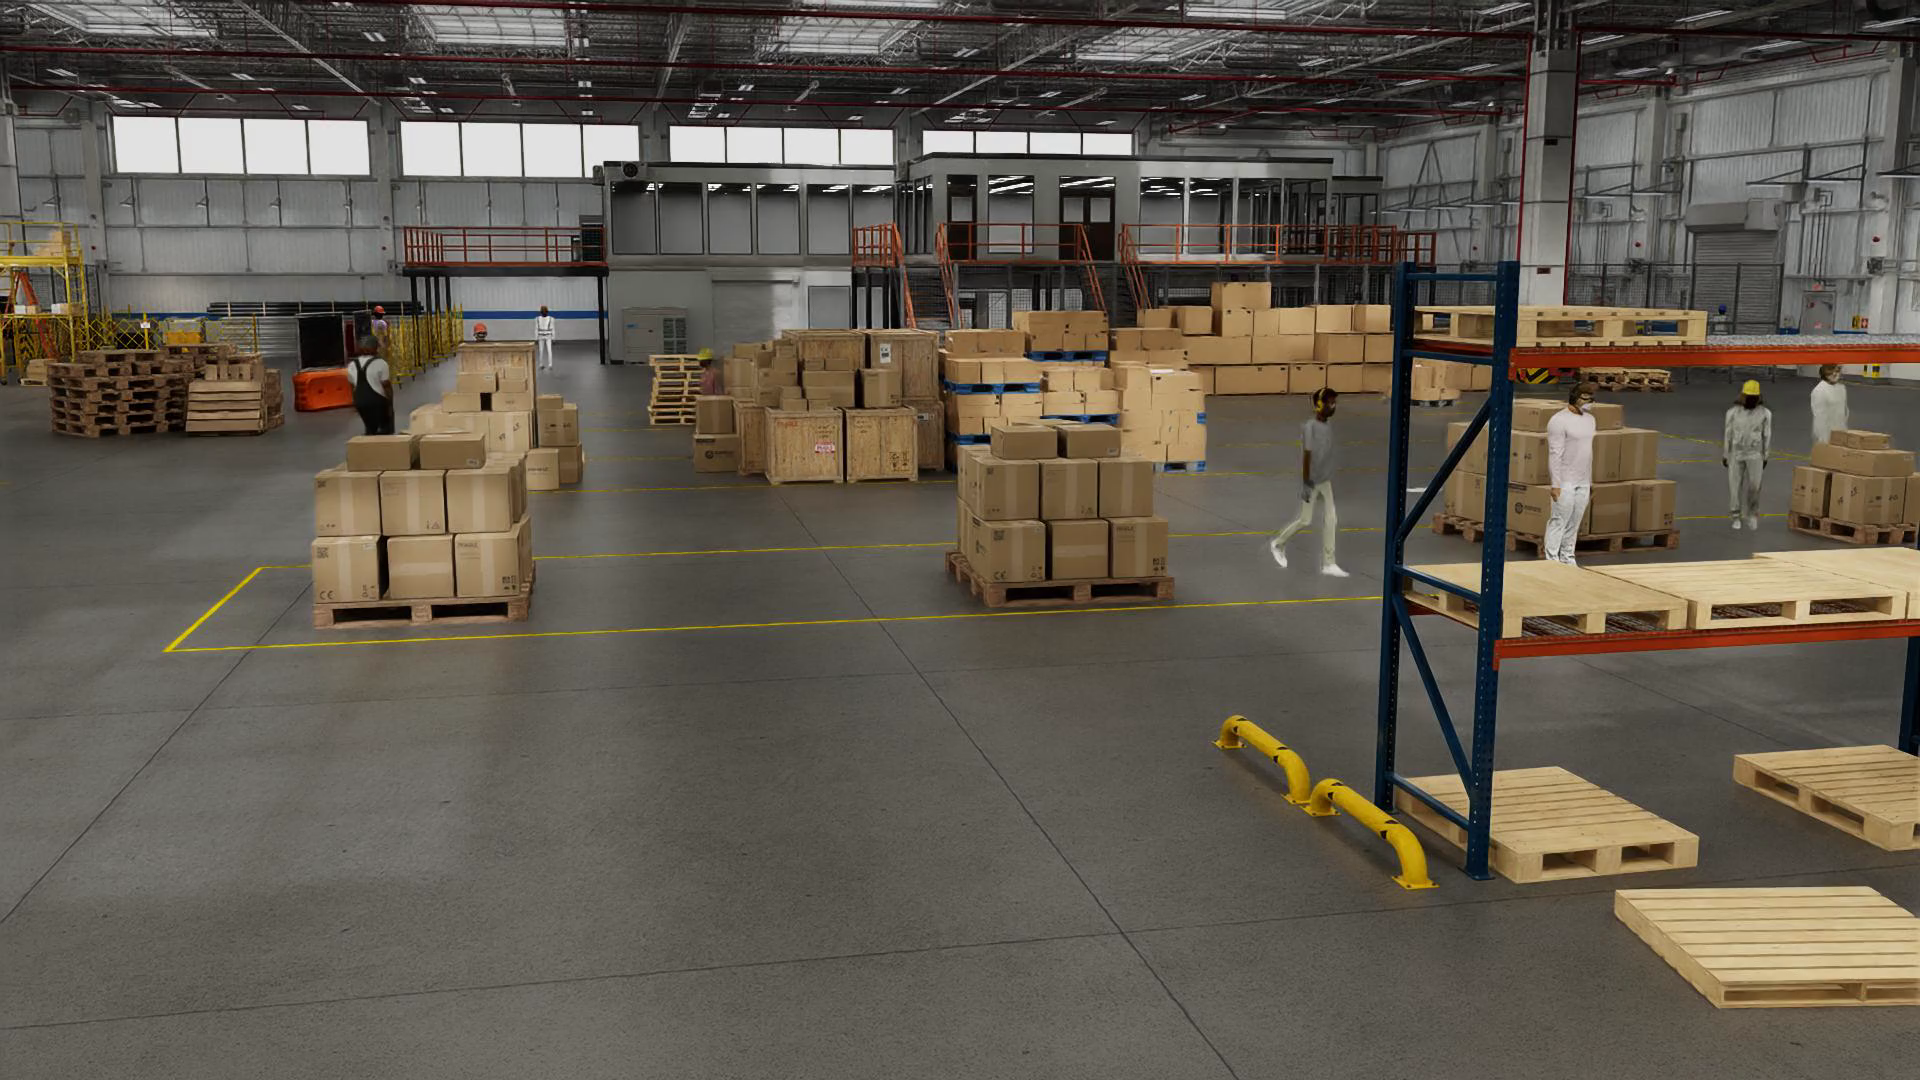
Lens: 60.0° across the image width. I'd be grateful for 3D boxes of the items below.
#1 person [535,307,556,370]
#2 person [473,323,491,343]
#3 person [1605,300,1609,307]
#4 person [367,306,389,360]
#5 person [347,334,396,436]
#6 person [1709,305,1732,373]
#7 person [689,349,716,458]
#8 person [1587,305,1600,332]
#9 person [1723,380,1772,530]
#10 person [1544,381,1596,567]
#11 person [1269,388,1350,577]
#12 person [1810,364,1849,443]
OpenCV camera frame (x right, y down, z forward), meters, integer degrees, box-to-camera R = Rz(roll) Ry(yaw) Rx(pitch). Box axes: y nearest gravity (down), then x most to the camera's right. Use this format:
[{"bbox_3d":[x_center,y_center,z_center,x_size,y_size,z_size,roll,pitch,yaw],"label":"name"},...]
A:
[{"bbox_3d":[-12.130,-5.886,48.686,0.593,1.859,0.633,0,9,0],"label":"person"},{"bbox_3d":[-8.686,-2.947,30.276,0.609,1.996,0.383,-7,12,-37],"label":"person"},{"bbox_3d":[20.402,-6.593,52.601,0.646,1.958,0.803,-3,10,-17],"label":"person"},{"bbox_3d":[-14.623,-4.879,41.939,0.605,2.034,0.397,5,10,27],"label":"person"},{"bbox_3d":[-8.686,-2.043,24.629,0.699,2.000,0.605,4,10,21],"label":"person"},{"bbox_3d":[21.584,-5.701,47.203,0.603,1.950,0.388,8,12,40],"label":"person"},{"bbox_3d":[-3.895,-2.143,26.166,0.702,1.740,0.536,-3,10,-20],"label":"person"},{"bbox_3d":[18.047,-5.679,47.137,0.542,1.928,0.376,1,9,5],"label":"person"},{"bbox_3d":[8.981,-0.962,19.012,0.485,1.730,0.452,5,10,26],"label":"person"},{"bbox_3d":[5.820,-0.544,15.821,0.628,1.935,0.373,-7,12,-36],"label":"person"},{"bbox_3d":[3.442,-0.576,16.307,0.532,1.841,0.842,-8,12,-41],"label":"person"},{"bbox_3d":[10.555,-1.242,20.205,0.735,1.898,0.424,-6,11,-33],"label":"person"}]
